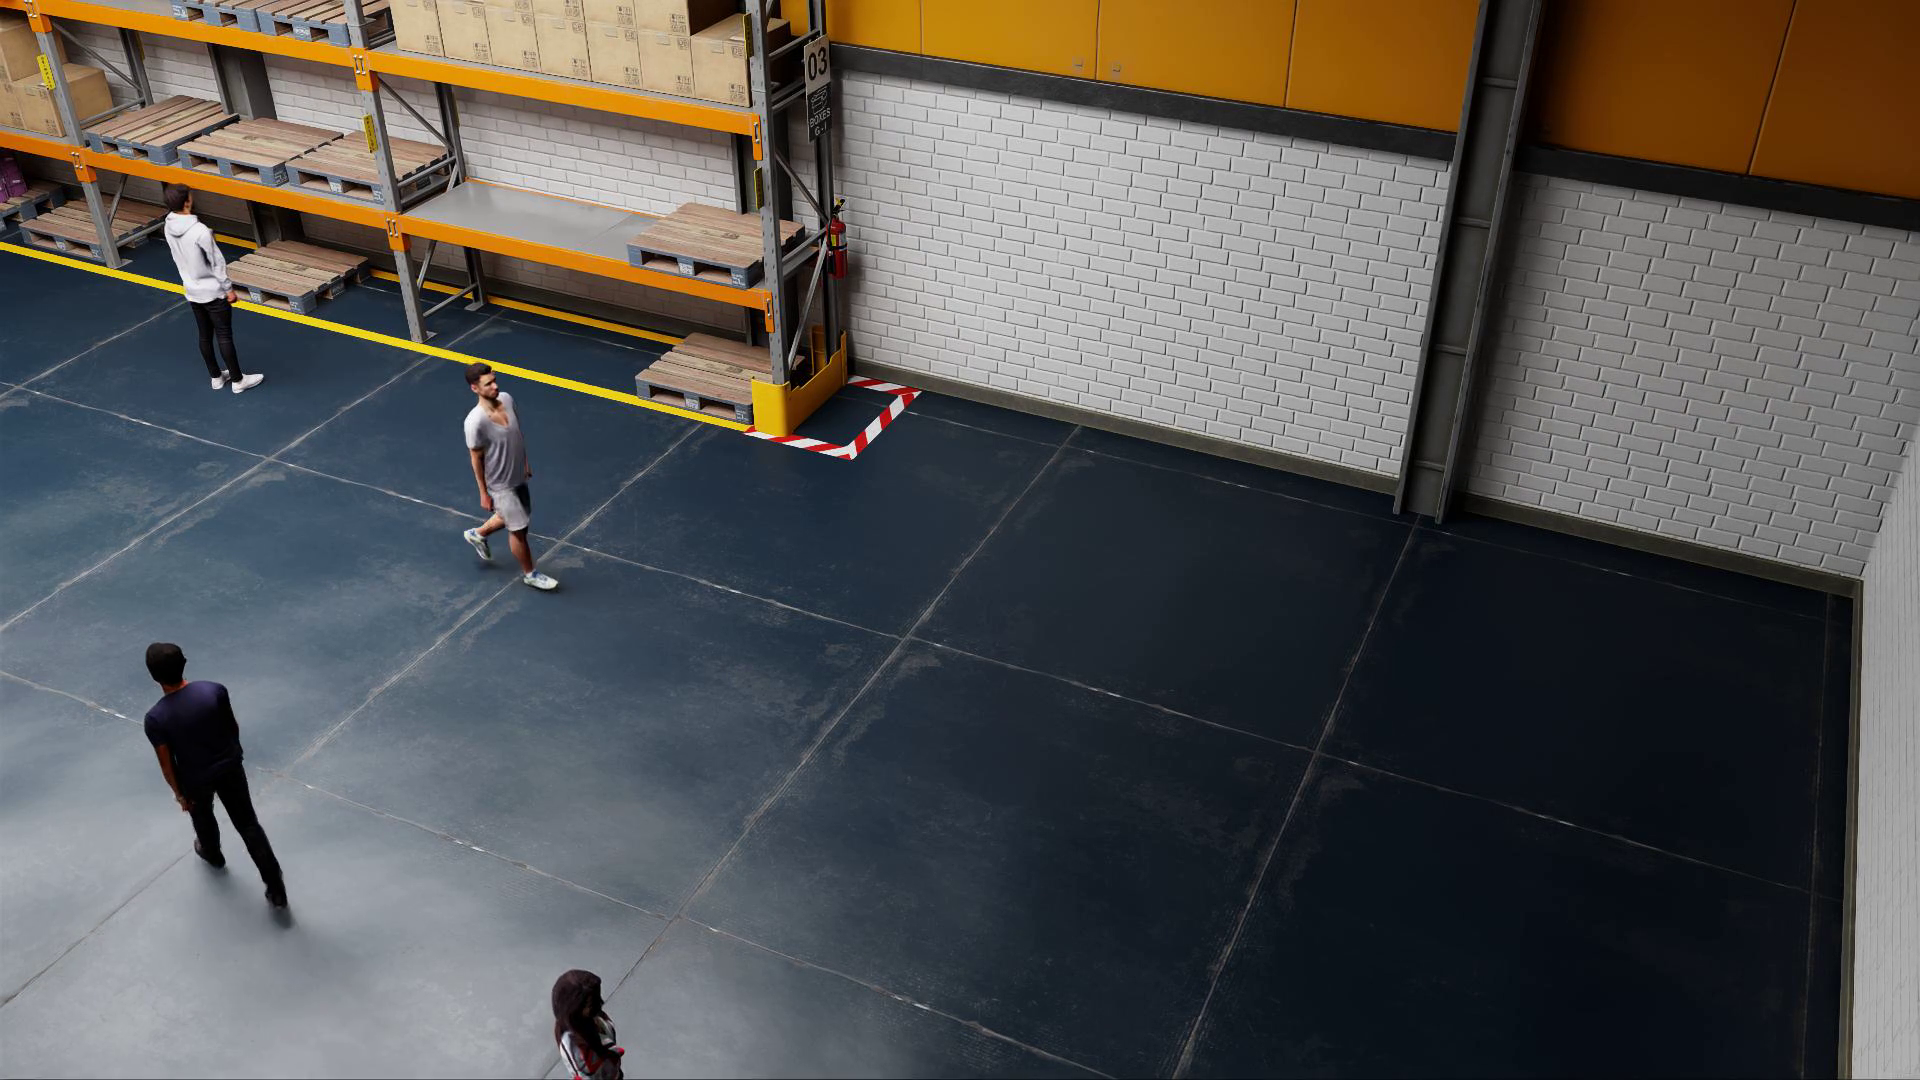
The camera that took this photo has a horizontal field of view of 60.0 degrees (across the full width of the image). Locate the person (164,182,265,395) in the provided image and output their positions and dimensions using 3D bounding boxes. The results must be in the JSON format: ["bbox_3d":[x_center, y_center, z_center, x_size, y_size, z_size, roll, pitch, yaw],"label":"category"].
[{"bbox_3d":[-6.622,-2.205,14.578,0.552,1.929,0.743,12,36,18],"label":"person"}]

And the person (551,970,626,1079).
[{"bbox_3d":[-1.686,2.581,7.665,0.702,1.612,0.658,-9,35,-13],"label":"person"}]

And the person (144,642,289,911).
[{"bbox_3d":[-4.172,1.358,9.380,0.949,1.750,1.254,-27,42,-34],"label":"person"}]

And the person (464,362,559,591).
[{"bbox_3d":[-3.380,-0.476,12.063,1.064,1.834,0.751,12,35,17],"label":"person"}]
